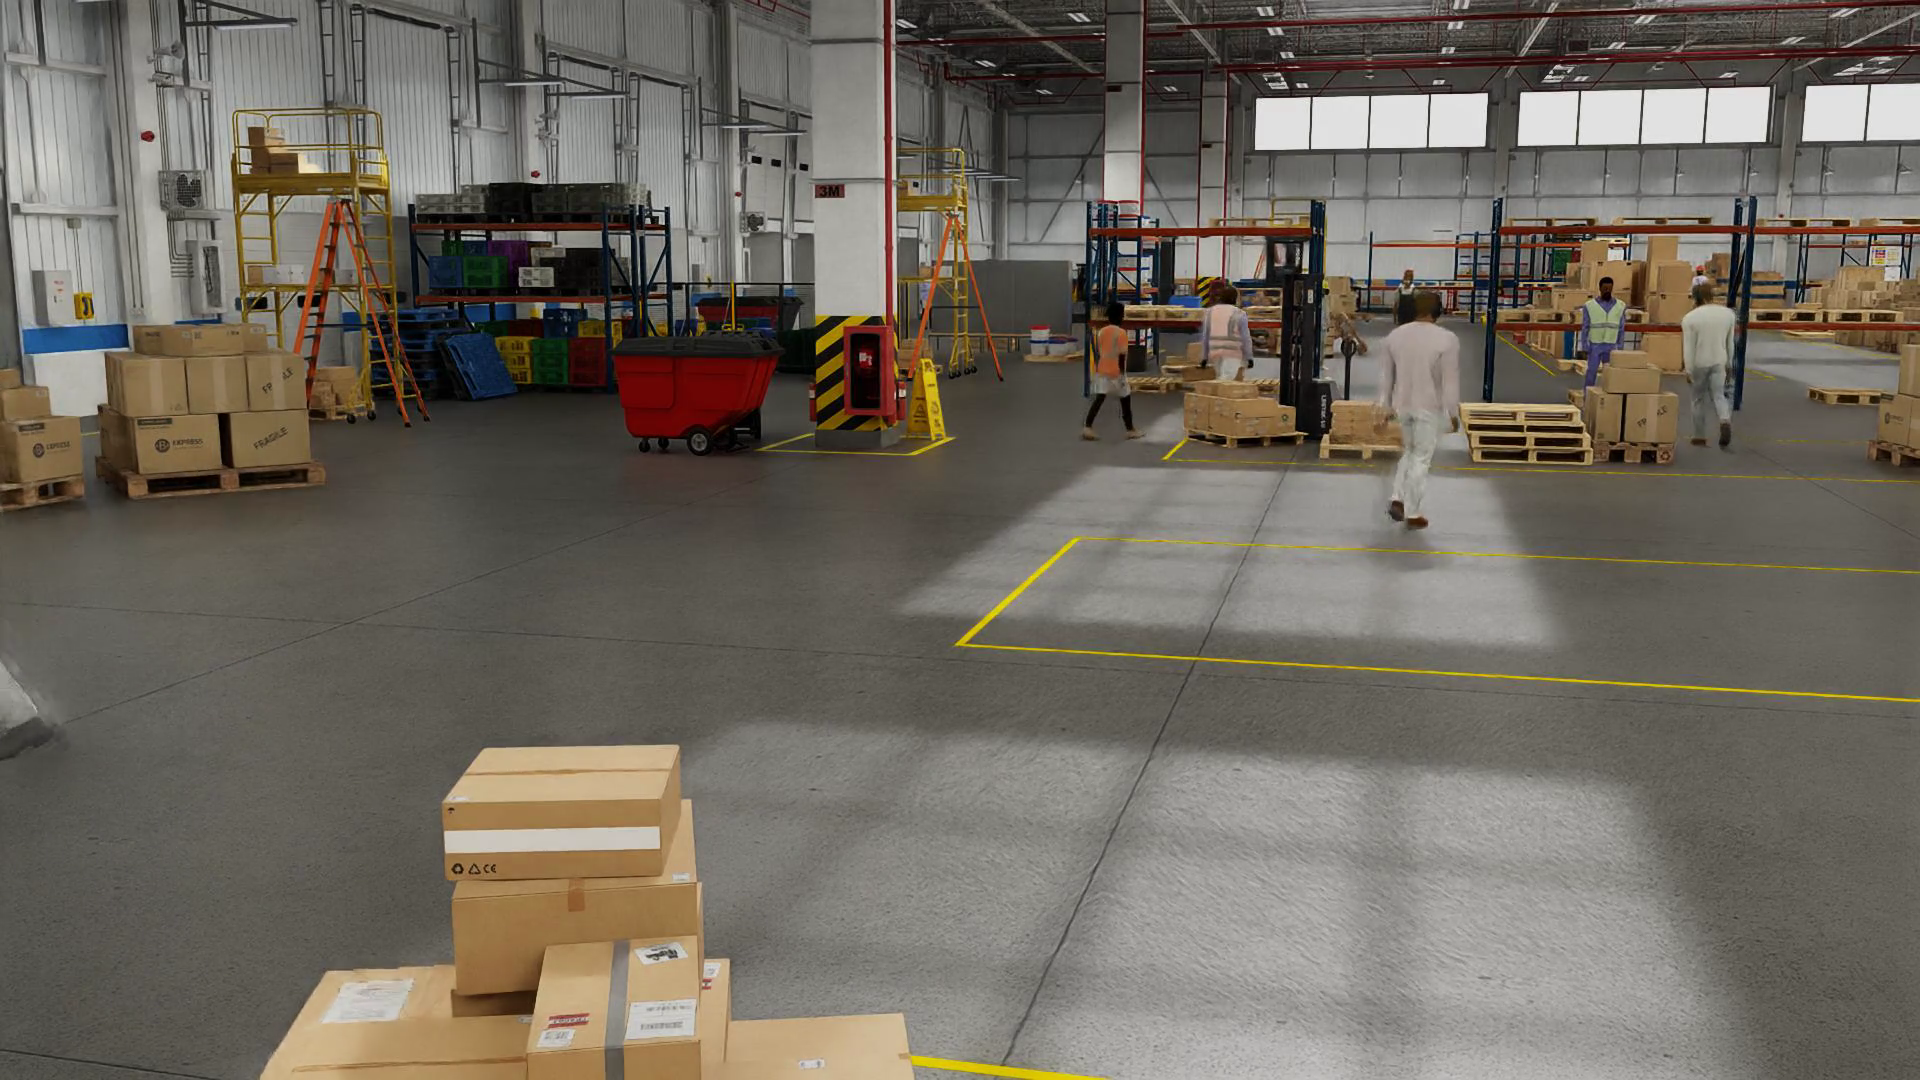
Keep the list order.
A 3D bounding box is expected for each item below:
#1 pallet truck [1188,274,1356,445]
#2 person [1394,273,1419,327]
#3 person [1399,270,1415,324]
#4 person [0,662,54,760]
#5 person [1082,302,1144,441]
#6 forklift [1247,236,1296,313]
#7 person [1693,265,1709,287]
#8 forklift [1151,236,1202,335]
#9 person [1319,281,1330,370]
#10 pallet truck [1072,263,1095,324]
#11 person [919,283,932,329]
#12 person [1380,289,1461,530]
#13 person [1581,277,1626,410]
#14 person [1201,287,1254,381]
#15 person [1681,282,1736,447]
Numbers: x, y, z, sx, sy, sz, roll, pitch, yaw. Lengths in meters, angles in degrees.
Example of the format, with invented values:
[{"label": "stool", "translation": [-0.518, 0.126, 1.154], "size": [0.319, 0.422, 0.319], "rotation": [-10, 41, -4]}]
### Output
[{"label": "pallet truck", "translation": [3.653, -2.138, 19.590], "size": [1.885, 1.965, 0.823], "rotation": [-4, 10, -20]}, {"label": "person", "translation": [9.608, -4.819, 35.853], "size": [0.507, 1.831, 0.452], "rotation": [3, 10, 15]}, {"label": "person", "translation": [10.883, -5.623, 40.447], "size": [0.355, 1.882, 0.576], "rotation": [9, 13, 42]}, {"label": "person", "translation": [-4.422, 0.046, 7.019], "size": [0.977, 1.905, 0.619], "rotation": [-6, 11, -30]}, {"label": "person", "translation": [1.805, -1.998, 19.782], "size": [0.859, 1.653, 0.538], "rotation": [-7, 12, -34]}, {"label": "forklift", "translation": [9.519, -7.661, 49.510], "size": [1.129, 2.768, 1.873], "rotation": [-5, 11, -28]}, {"label": "person", "translation": [22.962, -7.562, 51.696], "size": [0.542, 1.939, 0.369], "rotation": [-3, 10, -15]}, {"label": "forklift", "translation": [5.866, -7.214, 46.878], "size": [1.873, 2.768, 1.129], "rotation": [2, 10, 14]}, {"label": "person", "translation": [6.959, -4.122, 32.050], "size": [0.486, 1.738, 0.320], "rotation": [-7, 12, -35]}, {"label": "pallet truck", "translation": [4.325, -8.180, 55.162], "size": [0.823, 1.965, 1.885], "rotation": [6, 11, 31]}, {"label": "person", "translation": [-0.970, -7.361, 50.548], "size": [0.544, 1.929, 0.390], "rotation": [-4, 10, -23]}, {"label": "person", "translation": [3.700, -1.039, 13.316], "size": [0.443, 1.922, 0.647], "rotation": [-8, 12, -39]}, {"label": "person", "translation": [9.022, -2.734, 23.375], "size": [0.585, 1.911, 0.391], "rotation": [0, 10, 3]}, {"label": "person", "translation": [3.526, -2.392, 21.687], "size": [0.655, 1.787, 0.980], "rotation": [9, 13, 41]}, {"label": "person", "translation": [8.515, -1.976, 18.910], "size": [0.658, 1.909, 0.718], "rotation": [0, 10, 2]}]
